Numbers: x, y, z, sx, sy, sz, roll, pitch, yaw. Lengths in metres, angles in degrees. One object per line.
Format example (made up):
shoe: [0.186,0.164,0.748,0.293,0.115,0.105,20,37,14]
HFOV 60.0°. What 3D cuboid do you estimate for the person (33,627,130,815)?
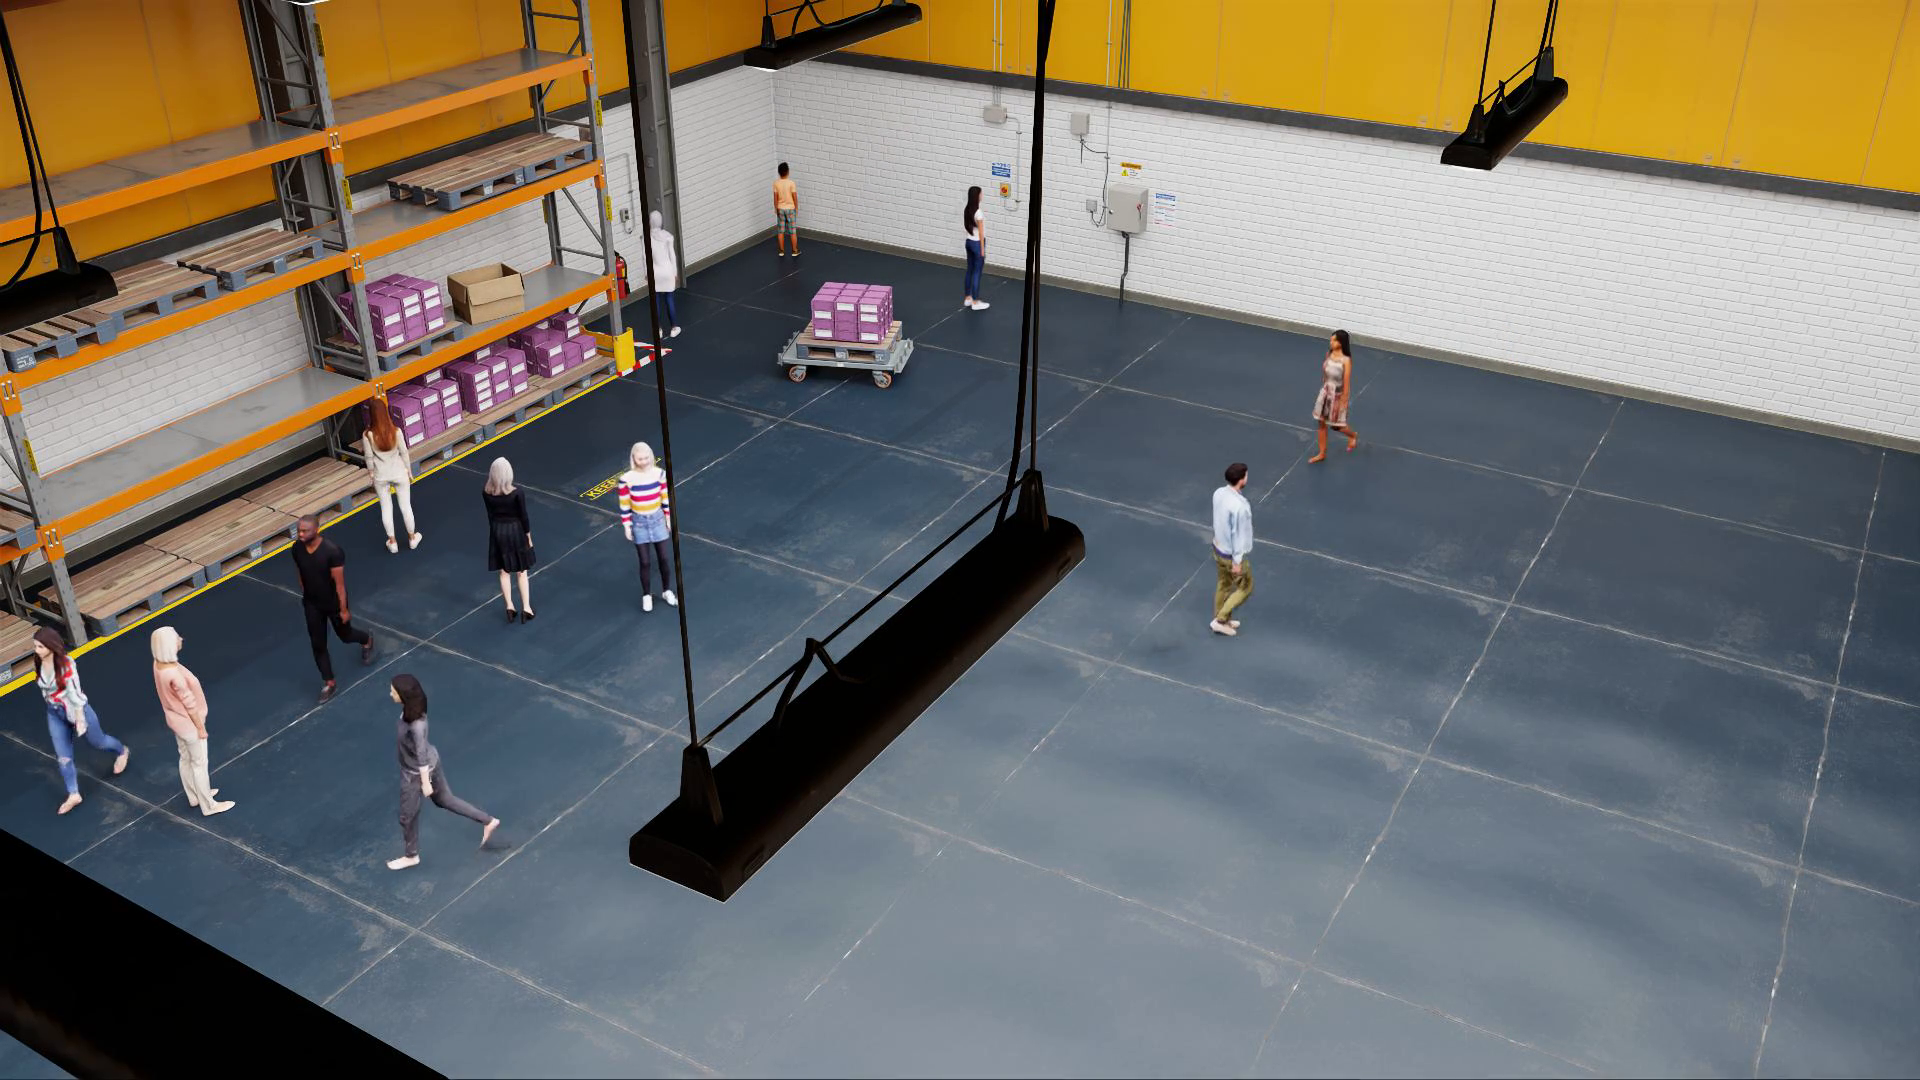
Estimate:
person: [-7.271,1.403,13.726,0.817,1.584,1.115,5,29,10]

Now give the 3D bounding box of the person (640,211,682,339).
person: [-4.097,-3.637,22.765,0.690,1.775,0.702,-1,29,-2]

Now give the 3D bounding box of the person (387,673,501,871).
person: [-4.069,1.783,12.881,1.157,1.727,1.087,-8,30,-14]

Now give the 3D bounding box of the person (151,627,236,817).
person: [-6.284,1.457,13.481,0.647,1.724,0.590,24,37,36]

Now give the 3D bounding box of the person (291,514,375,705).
person: [-5.684,0.543,15.087,0.902,1.791,1.205,6,29,10]

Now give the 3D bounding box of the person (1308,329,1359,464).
person: [4.409,-1.670,19.312,1.019,1.630,0.893,-15,32,-26]

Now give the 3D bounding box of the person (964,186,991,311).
person: [0.207,-4.179,23.761,0.686,1.774,0.673,-14,32,-24]

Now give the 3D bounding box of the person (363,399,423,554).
person: [-5.959,-0.672,17.396,0.685,1.713,0.754,-9,30,-15]

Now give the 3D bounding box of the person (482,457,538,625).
person: [-4.365,0.004,16.126,0.690,1.741,0.707,1,29,2]

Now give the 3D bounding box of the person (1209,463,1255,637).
person: [2.512,0.121,15.848,0.867,1.803,0.818,-9,30,-16]

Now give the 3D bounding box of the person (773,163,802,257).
person: [-2.703,-5.139,25.848,0.596,1.461,0.604,3,29,5]

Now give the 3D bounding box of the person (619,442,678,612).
person: [-3.069,-0.156,16.351,0.686,1.808,0.773,-10,30,-18]
